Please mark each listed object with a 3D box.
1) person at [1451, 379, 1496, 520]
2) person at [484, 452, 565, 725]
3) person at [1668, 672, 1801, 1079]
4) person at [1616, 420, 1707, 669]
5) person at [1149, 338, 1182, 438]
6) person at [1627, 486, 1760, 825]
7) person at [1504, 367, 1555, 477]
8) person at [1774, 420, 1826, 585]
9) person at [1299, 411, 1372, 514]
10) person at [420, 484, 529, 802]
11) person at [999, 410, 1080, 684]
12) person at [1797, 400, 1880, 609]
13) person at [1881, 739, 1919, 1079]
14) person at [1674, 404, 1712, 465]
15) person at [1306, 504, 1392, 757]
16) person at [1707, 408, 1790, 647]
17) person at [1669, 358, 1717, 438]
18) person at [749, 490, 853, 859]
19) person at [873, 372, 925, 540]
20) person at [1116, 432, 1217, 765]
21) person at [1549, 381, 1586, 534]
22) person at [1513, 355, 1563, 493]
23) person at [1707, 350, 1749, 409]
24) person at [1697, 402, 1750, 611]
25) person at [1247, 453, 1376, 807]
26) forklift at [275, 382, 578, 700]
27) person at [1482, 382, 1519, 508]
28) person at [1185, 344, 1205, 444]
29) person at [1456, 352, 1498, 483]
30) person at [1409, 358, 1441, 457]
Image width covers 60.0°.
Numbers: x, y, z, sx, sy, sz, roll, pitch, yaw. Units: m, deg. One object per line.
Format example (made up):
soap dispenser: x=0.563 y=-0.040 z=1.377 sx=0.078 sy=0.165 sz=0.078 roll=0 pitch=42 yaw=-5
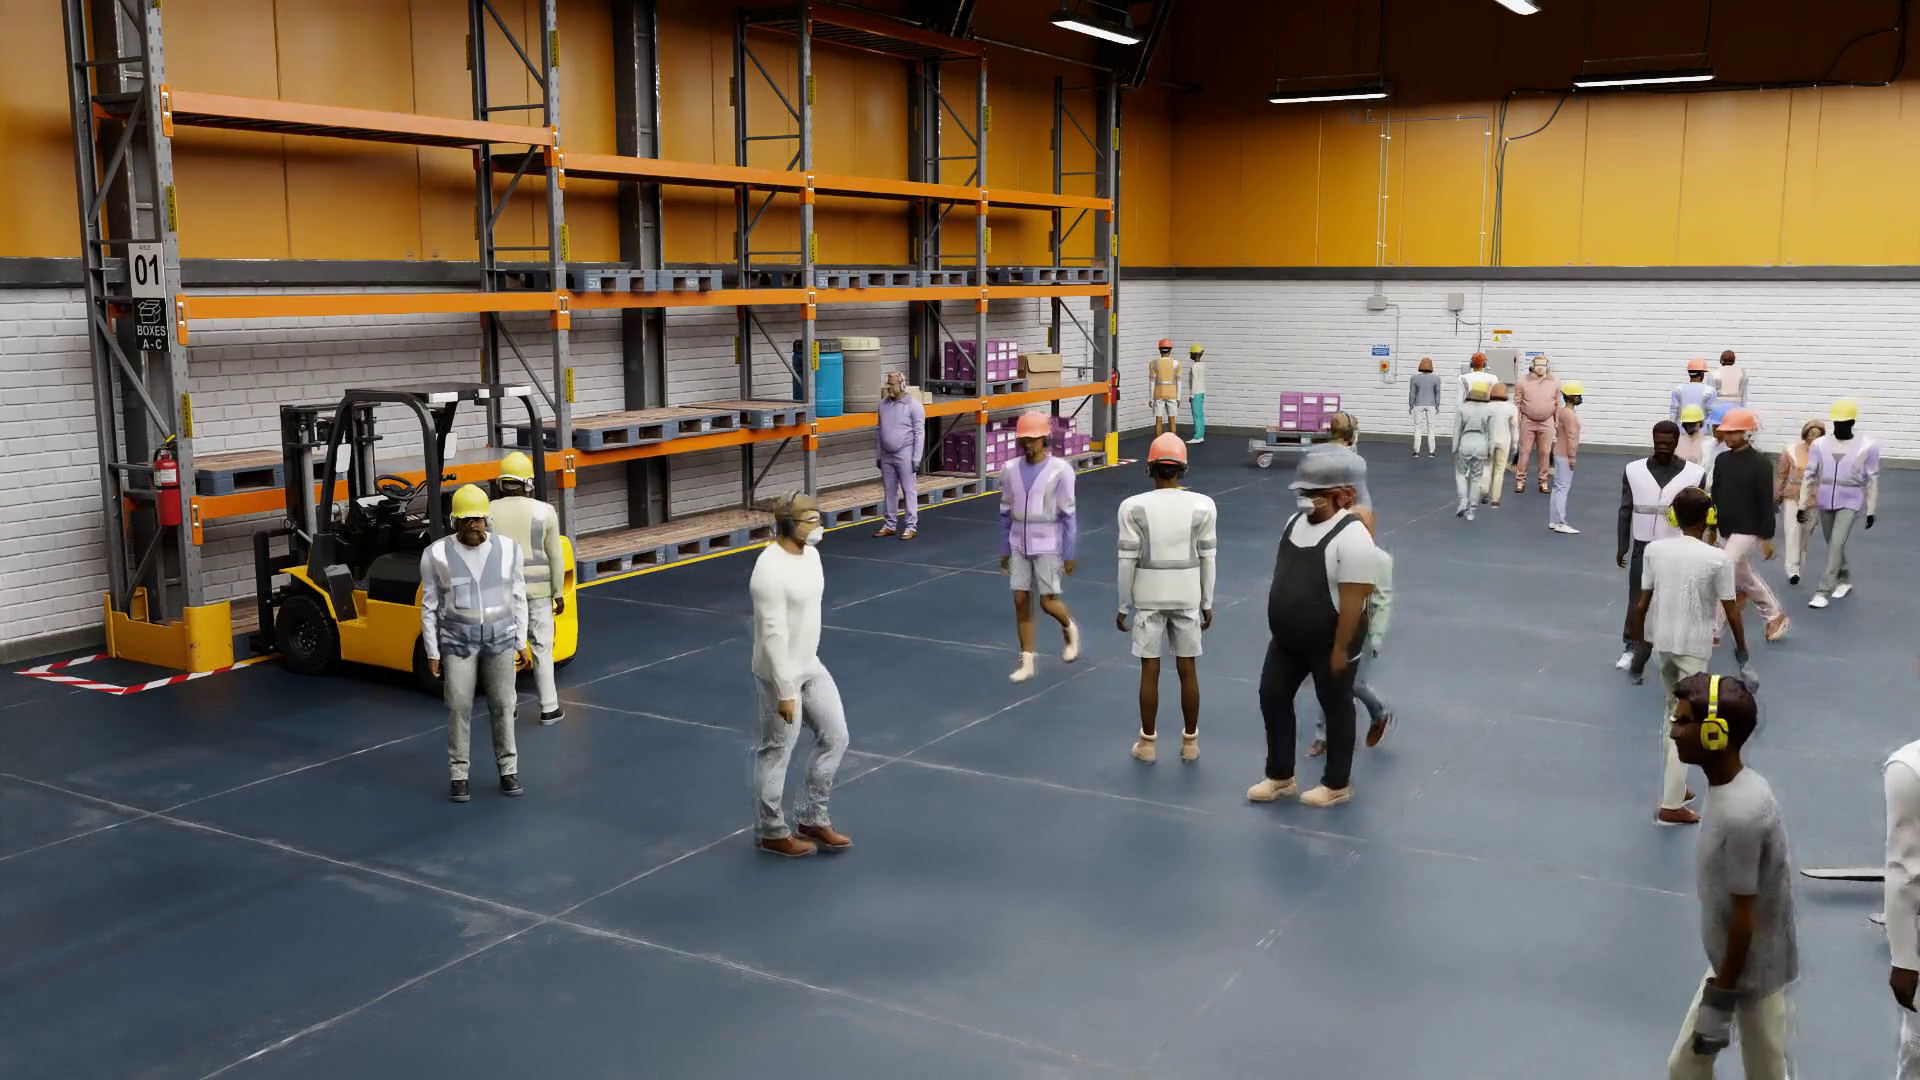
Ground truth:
person: x=6.279 y=-1.105 z=20.348 sx=0.502 sy=1.720 sz=0.393 roll=2 pitch=9 yaw=13
person: x=-2.915 y=0.329 z=11.063 sx=0.588 sy=1.834 sz=0.403 roll=0 pitch=9 yaw=-1
person: x=2.318 y=1.315 z=4.977 sx=0.651 sy=1.831 sz=0.508 roll=2 pitch=9 yaw=15
person: x=5.291 y=0.045 z=12.586 sx=0.597 sy=1.914 sz=0.370 roll=5 pitch=10 yaw=27
person: x=3.418 y=-2.392 z=27.757 sx=0.542 sy=1.929 sz=0.368 roll=0 pitch=9 yaw=2
person: x=4.083 y=0.633 z=9.146 sx=0.740 sy=1.841 sz=0.600 roll=-6 pitch=11 yaw=-33
person: x=8.548 y=-1.784 z=24.802 sx=0.540 sy=1.652 sz=0.840 roll=-5 pitch=11 yaw=-30
person: x=8.165 y=-0.355 z=16.058 sx=0.527 sy=1.586 sz=0.878 roll=3 pitch=10 yaw=17
person: x=3.122 y=-0.084 z=13.420 sx=0.906 sy=1.901 sz=0.666 roll=-5 pitch=10 yaw=-28
person: x=-2.763 y=0.585 z=9.506 sx=0.591 sy=1.826 sz=0.403 roll=-4 pitch=10 yaw=-24
person: x=0.604 y=0.033 z=12.326 sx=0.613 sy=2.025 sz=0.680 roll=6 pitch=11 yaw=31
person: x=8.009 y=-0.346 z=15.169 sx=1.003 sy=1.880 sz=0.608 roll=-8 pitch=12 yaw=-40
person: x=3.123 y=1.244 z=5.242 sx=0.573 sy=1.870 sz=0.446 roll=-2 pitch=9 yaw=-14
person: x=7.104 y=-0.442 z=16.176 sx=0.527 sy=1.746 sz=0.543 roll=5 pitch=11 yaw=30
person: x=2.478 y=0.558 z=10.334 sx=0.548 sy=1.615 sz=0.547 roll=-8 pitch=12 yaw=-41
person: x=6.352 y=-0.101 z=13.425 sx=0.966 sy=1.951 sz=0.653 roll=-1 pitch=9 yaw=-8
person: x=9.410 y=-1.373 z=21.377 sx=0.551 sy=1.933 sz=0.366 roll=5 pitch=11 yaw=30
person: x=-0.776 y=0.704 z=8.450 sx=0.622 sy=1.919 sz=0.661 roll=3 pitch=10 yaw=19
person: x=-0.708 y=-0.952 z=18.832 sx=0.642 sy=1.909 sz=0.399 roll=7 pitch=11 yaw=36
person: x=1.257 y=0.364 z=10.195 sx=0.605 sy=2.045 sz=0.387 roll=0 pitch=9 yaw=-1
person: x=7.076 y=-0.966 z=19.360 sx=0.322 sy=1.769 sz=0.523 roll=1 pitch=9 yaw=9
person: x=7.909 y=-1.586 z=22.797 sx=0.654 sy=1.904 sz=0.406 roll=2 pitch=9 yaw=12
person: x=11.733 y=-1.992 z=25.531 sx=0.633 sy=1.842 sz=0.429 roll=1 pitch=9 yaw=4
person: x=6.618 y=-0.238 z=14.359 sx=0.750 sy=1.925 sz=0.620 roll=-2 pitch=9 yaw=-12
person: x=1.921 y=0.511 z=9.287 sx=0.703 sy=2.000 sz=0.713 roll=-5 pitch=10 yaw=-28
forklift: x=-3.974 y=-0.067 z=12.417 sx=2.313 sy=2.155 sz=1.214 roll=5 pitch=11 yaw=30
person: x=6.925 y=-1.226 z=21.432 sx=0.516 sy=1.615 sz=0.410 roll=4 pitch=10 yaw=25
person: x=4.176 y=-2.586 z=29.474 sx=0.310 sy=1.768 sz=0.533 roll=4 pitch=10 yaw=25
person: x=7.415 y=-1.750 z=23.883 sx=0.581 sy=1.884 sz=0.351 roll=2 pitch=9 yaw=15
person: x=7.628 y=-2.175 z=27.316 sx=0.499 sy=1.634 sz=0.285 roll=2 pitch=9 yaw=13
